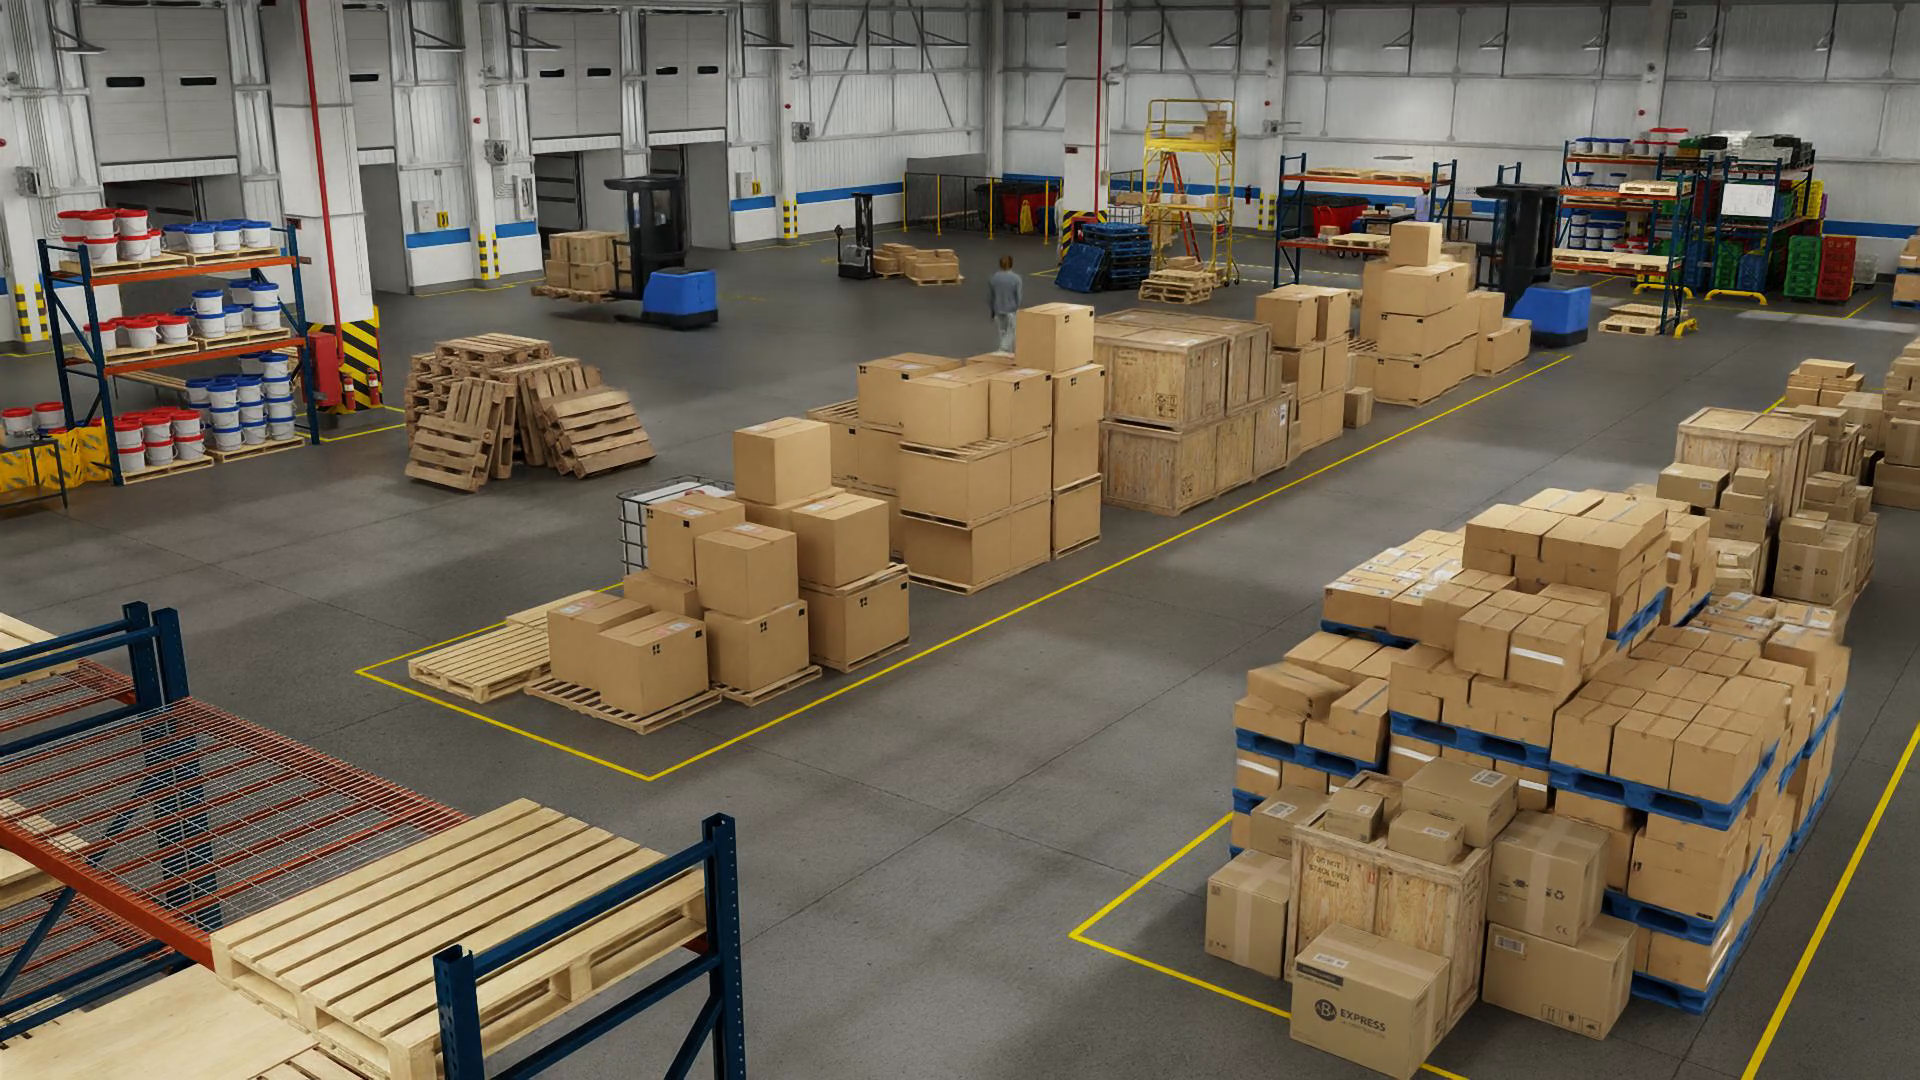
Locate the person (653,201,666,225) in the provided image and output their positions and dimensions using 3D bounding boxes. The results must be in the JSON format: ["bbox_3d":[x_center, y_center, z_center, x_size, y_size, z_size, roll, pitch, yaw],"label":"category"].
[{"bbox_3d":[-7.435,-7.528,40.889,0.530,1.596,0.851,10,19,29],"label":"person"}]

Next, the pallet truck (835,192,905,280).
[{"bbox_3d":[-1.936,-7.159,38.982,1.885,1.965,0.823,-12,21,-34],"label":"pallet truck"}]

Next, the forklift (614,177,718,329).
[{"bbox_3d":[-5.767,-5.625,32.400,1.873,2.768,1.129,12,21,35],"label":"forklift"}]

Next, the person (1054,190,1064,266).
[{"bbox_3d":[2.602,-7.682,40.815,0.629,1.939,0.371,13,21,37],"label":"person"}]

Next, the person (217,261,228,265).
[{"bbox_3d":[-12.366,-3.840,28.187,0.575,1.883,0.356,15,23,42],"label":"person"}]

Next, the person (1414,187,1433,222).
[{"bbox_3d":[11.801,-8.123,42.276,0.362,1.936,0.552,-10,20,-30],"label":"person"}]

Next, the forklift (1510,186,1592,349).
[{"bbox_3d":[10.523,-5.030,30.430,1.129,2.768,1.873,-16,23,-42],"label":"forklift"}]

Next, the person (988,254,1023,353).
[{"bbox_3d":[0.796,-3.903,28.314,0.662,1.927,0.425,9,19,26],"label":"person"}]
